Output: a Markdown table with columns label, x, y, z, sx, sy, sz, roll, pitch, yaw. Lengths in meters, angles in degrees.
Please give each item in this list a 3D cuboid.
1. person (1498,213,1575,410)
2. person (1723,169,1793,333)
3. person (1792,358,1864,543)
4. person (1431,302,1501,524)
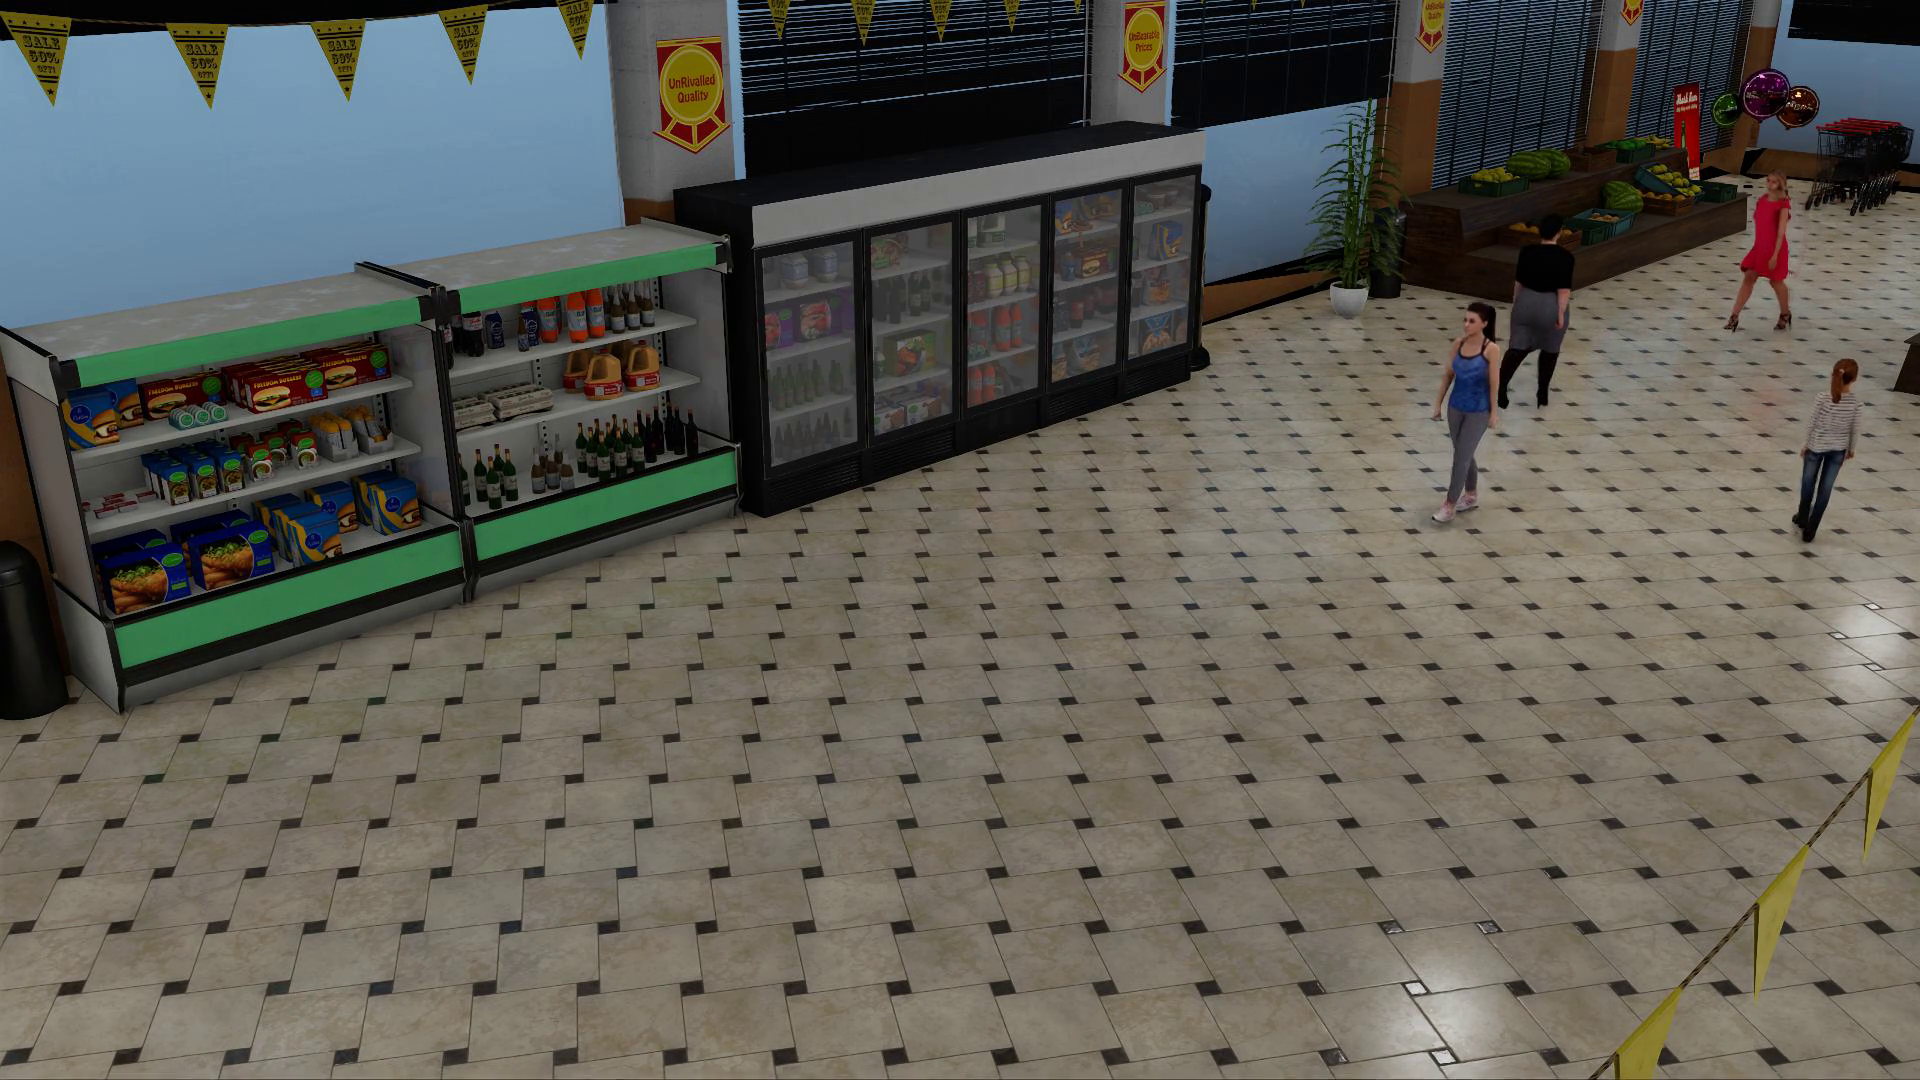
| label | x | y | z | sx | sy | sz | roll | pitch | yaw |
| --- | --- | --- | --- | --- | --- | --- | --- | --- | --- |
| person | 4.938 | -1.912 | 14.304 | 0.667 | 1.735 | 1.047 | 19 | 29 | 39 |
| person | 8.288 | -2.913 | 16.880 | 1.150 | 1.672 | 0.875 | -6 | 23 | -15 |
| person | 6.068 | -0.608 | 11.634 | 0.631 | 1.307 | 0.745 | 9 | 24 | 21 |
| person | 3.750 | -0.940 | 12.082 | 0.902 | 1.588 | 0.704 | -13 | 25 | -30 |
